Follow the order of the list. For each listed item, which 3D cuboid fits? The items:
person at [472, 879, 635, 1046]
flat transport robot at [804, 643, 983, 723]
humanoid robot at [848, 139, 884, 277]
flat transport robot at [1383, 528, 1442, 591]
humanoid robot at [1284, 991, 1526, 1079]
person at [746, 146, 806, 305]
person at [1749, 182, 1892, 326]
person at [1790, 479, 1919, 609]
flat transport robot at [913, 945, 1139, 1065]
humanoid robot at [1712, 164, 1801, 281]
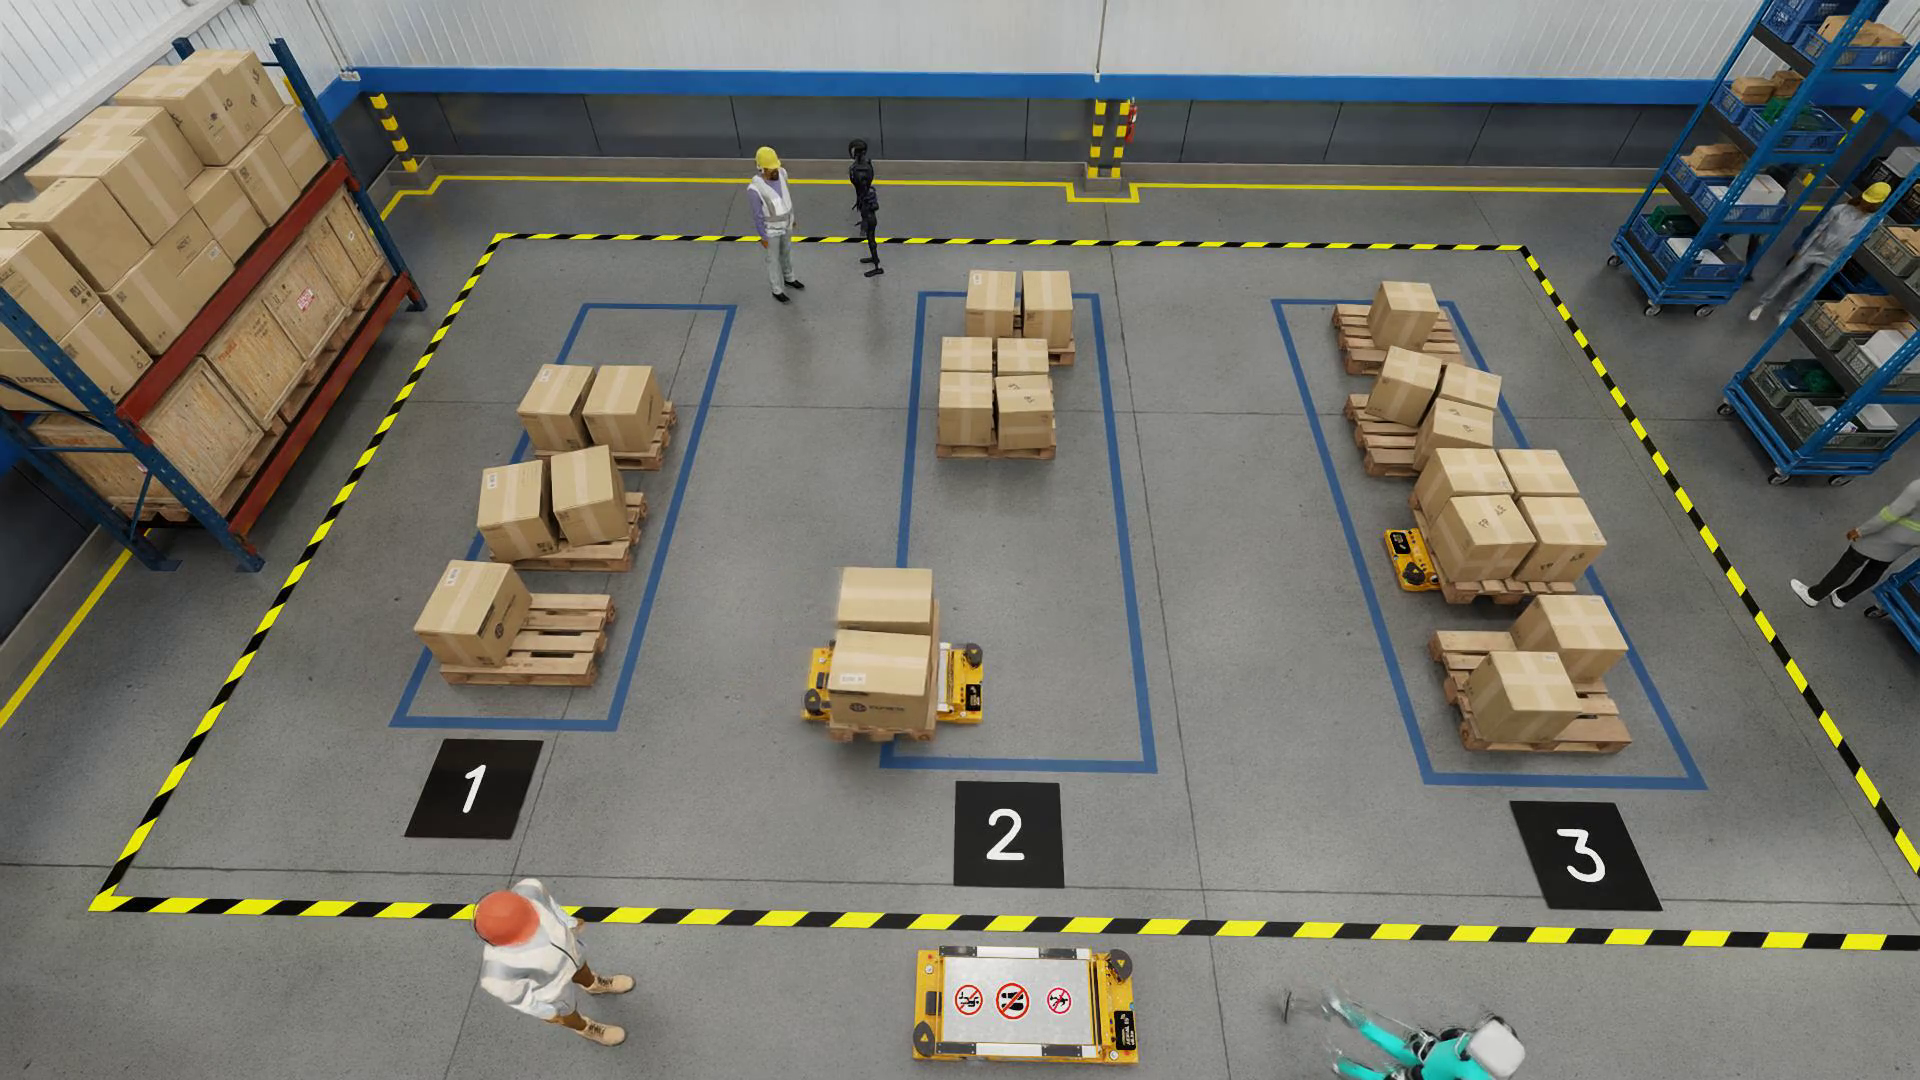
[{"bbox_3d":[-2.342,2.467,5.335,0.391,2.038,0.605,1,51,1],"label":"person"},{"bbox_3d":[-0.529,1.156,7.525,1.431,0.197,0.652,1,51,1],"label":"flat transport robot"},{"bbox_3d":[-1.111,-3.882,10.732,0.315,1.657,0.599,-8,51,-6],"label":"humanoid robot"},{"bbox_3d":[4.689,0.155,8.342,1.431,0.197,0.652,1,51,1],"label":"flat transport robot"},{"bbox_3d":[2.353,2.816,5.255,0.560,1.751,1.001,-36,59,-26],"label":"humanoid robot"},{"bbox_3d":[-2.069,-3.572,10.391,0.404,1.828,0.590,26,55,20],"label":"person"},{"bbox_3d":[9.500,-3.125,10.082,0.486,1.740,0.310,23,54,18],"label":"person"},{"bbox_3d":[7.693,-0.088,7.536,0.599,1.850,0.385,5,51,4],"label":"person"},{"bbox_3d":[0.422,3.041,6.007,1.431,0.231,0.659,1,51,1],"label":"flat transport robot"},{"bbox_3d":[9.407,-3.868,10.762,0.586,1.623,0.808,-18,53,-14],"label":"humanoid robot"}]
